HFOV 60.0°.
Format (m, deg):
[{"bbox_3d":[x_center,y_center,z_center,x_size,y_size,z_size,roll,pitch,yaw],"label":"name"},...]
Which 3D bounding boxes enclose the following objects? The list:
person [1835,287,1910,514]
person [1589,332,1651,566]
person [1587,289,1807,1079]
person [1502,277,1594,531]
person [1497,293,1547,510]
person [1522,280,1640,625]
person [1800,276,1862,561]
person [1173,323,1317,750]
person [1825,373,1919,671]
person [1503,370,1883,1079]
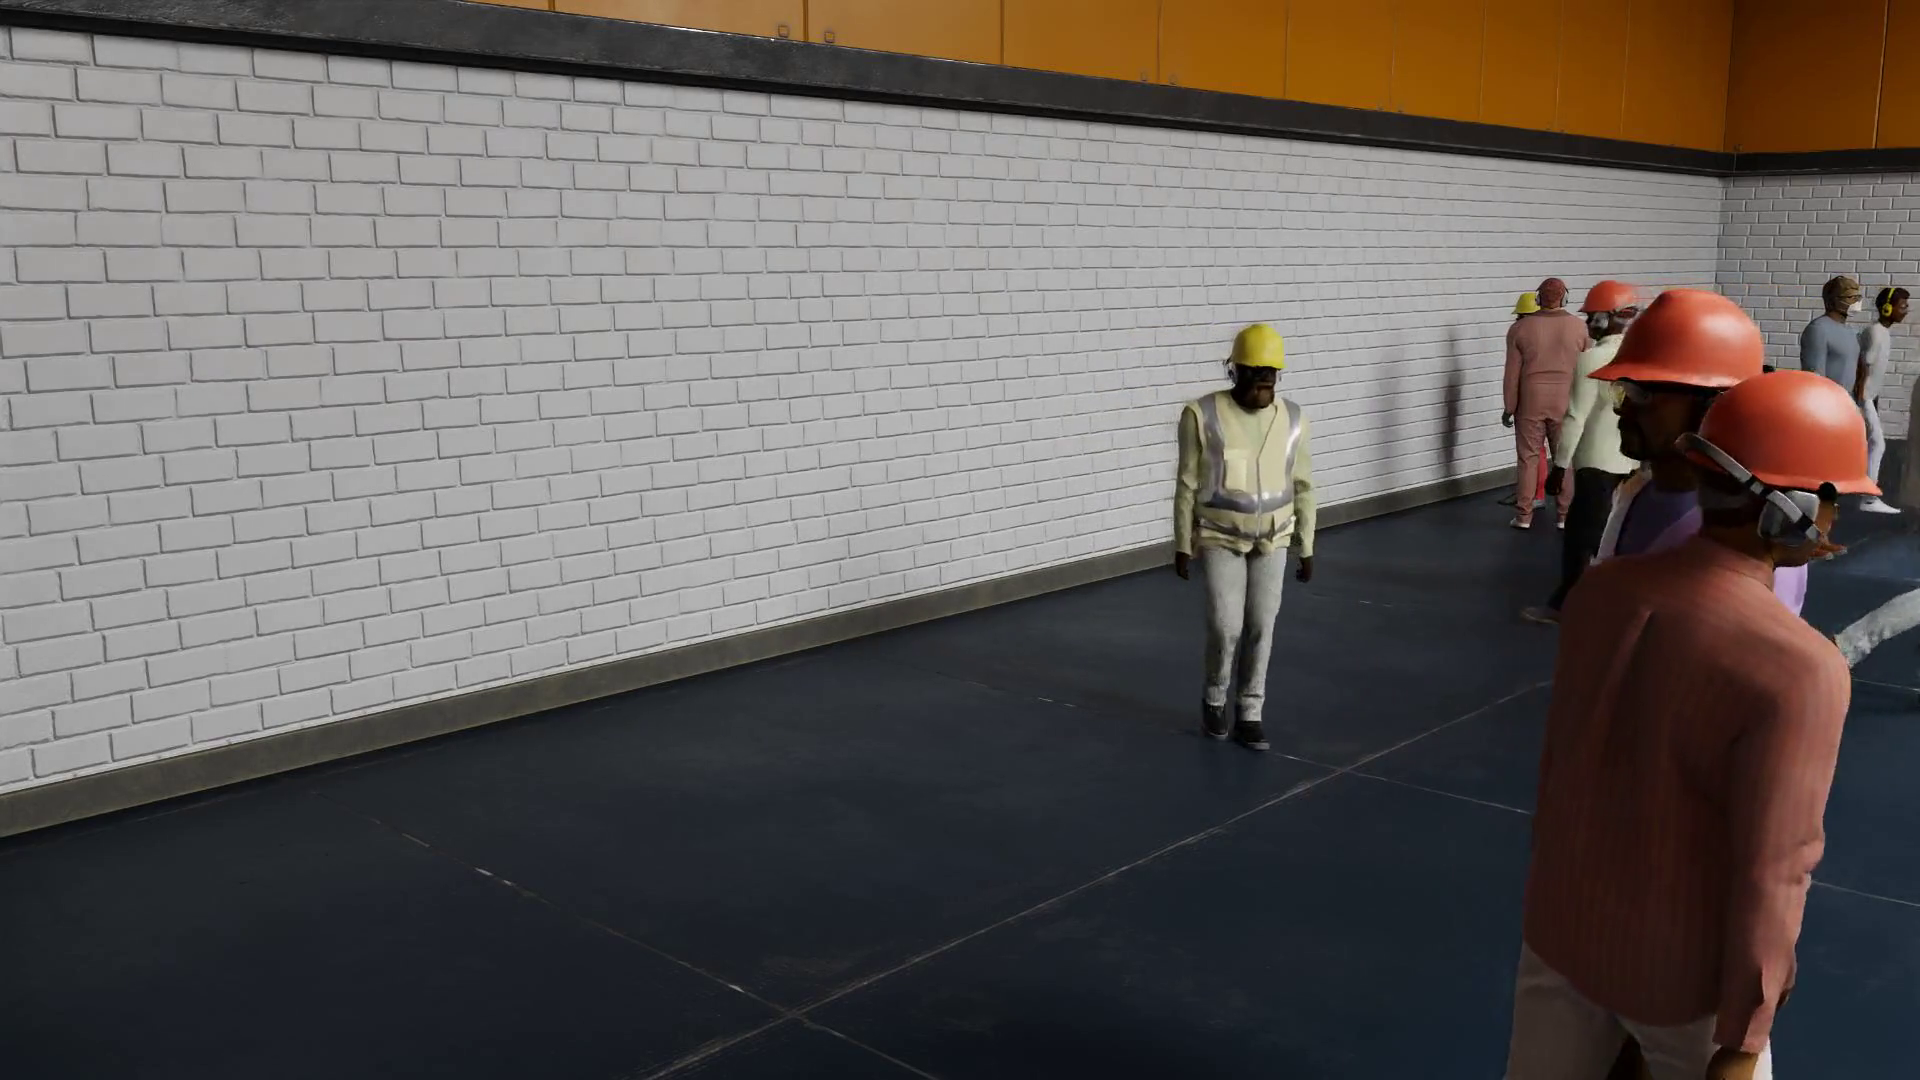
[{"bbox_3d":[7.313,-1.130,13.507,0.717,1.849,0.530,5,11,28],"label":"person"},{"bbox_3d":[4.073,-0.472,10.255,0.448,1.615,0.533,-3,10,-17],"label":"person"},{"bbox_3d":[1.394,0.530,3.344,0.370,2.048,0.607,-1,10,-5],"label":"person"},{"bbox_3d":[4.424,-1.018,12.555,0.639,1.910,0.402,2,10,14],"label":"person"},{"bbox_3d":[4.632,-1.127,13.586,0.322,1.765,0.533,-1,10,-6],"label":"person"},{"bbox_3d":[3.533,-0.422,9.030,0.615,1.961,0.919,-10,14,-44],"label":"person"},{"bbox_3d":[5.960,-0.838,11.439,0.627,1.941,0.371,-10,14,-43],"label":"person"},{"bbox_3d":[1.211,-0.005,7.026,0.613,1.816,0.429,-2,10,-10],"label":"person"},{"bbox_3d":[4.367,-0.143,7.535,0.753,1.922,0.642,3,10,18],"label":"person"},{"bbox_3d":[1.100,0.691,2.780,0.764,1.943,0.630,-4,11,-22],"label":"person"}]
